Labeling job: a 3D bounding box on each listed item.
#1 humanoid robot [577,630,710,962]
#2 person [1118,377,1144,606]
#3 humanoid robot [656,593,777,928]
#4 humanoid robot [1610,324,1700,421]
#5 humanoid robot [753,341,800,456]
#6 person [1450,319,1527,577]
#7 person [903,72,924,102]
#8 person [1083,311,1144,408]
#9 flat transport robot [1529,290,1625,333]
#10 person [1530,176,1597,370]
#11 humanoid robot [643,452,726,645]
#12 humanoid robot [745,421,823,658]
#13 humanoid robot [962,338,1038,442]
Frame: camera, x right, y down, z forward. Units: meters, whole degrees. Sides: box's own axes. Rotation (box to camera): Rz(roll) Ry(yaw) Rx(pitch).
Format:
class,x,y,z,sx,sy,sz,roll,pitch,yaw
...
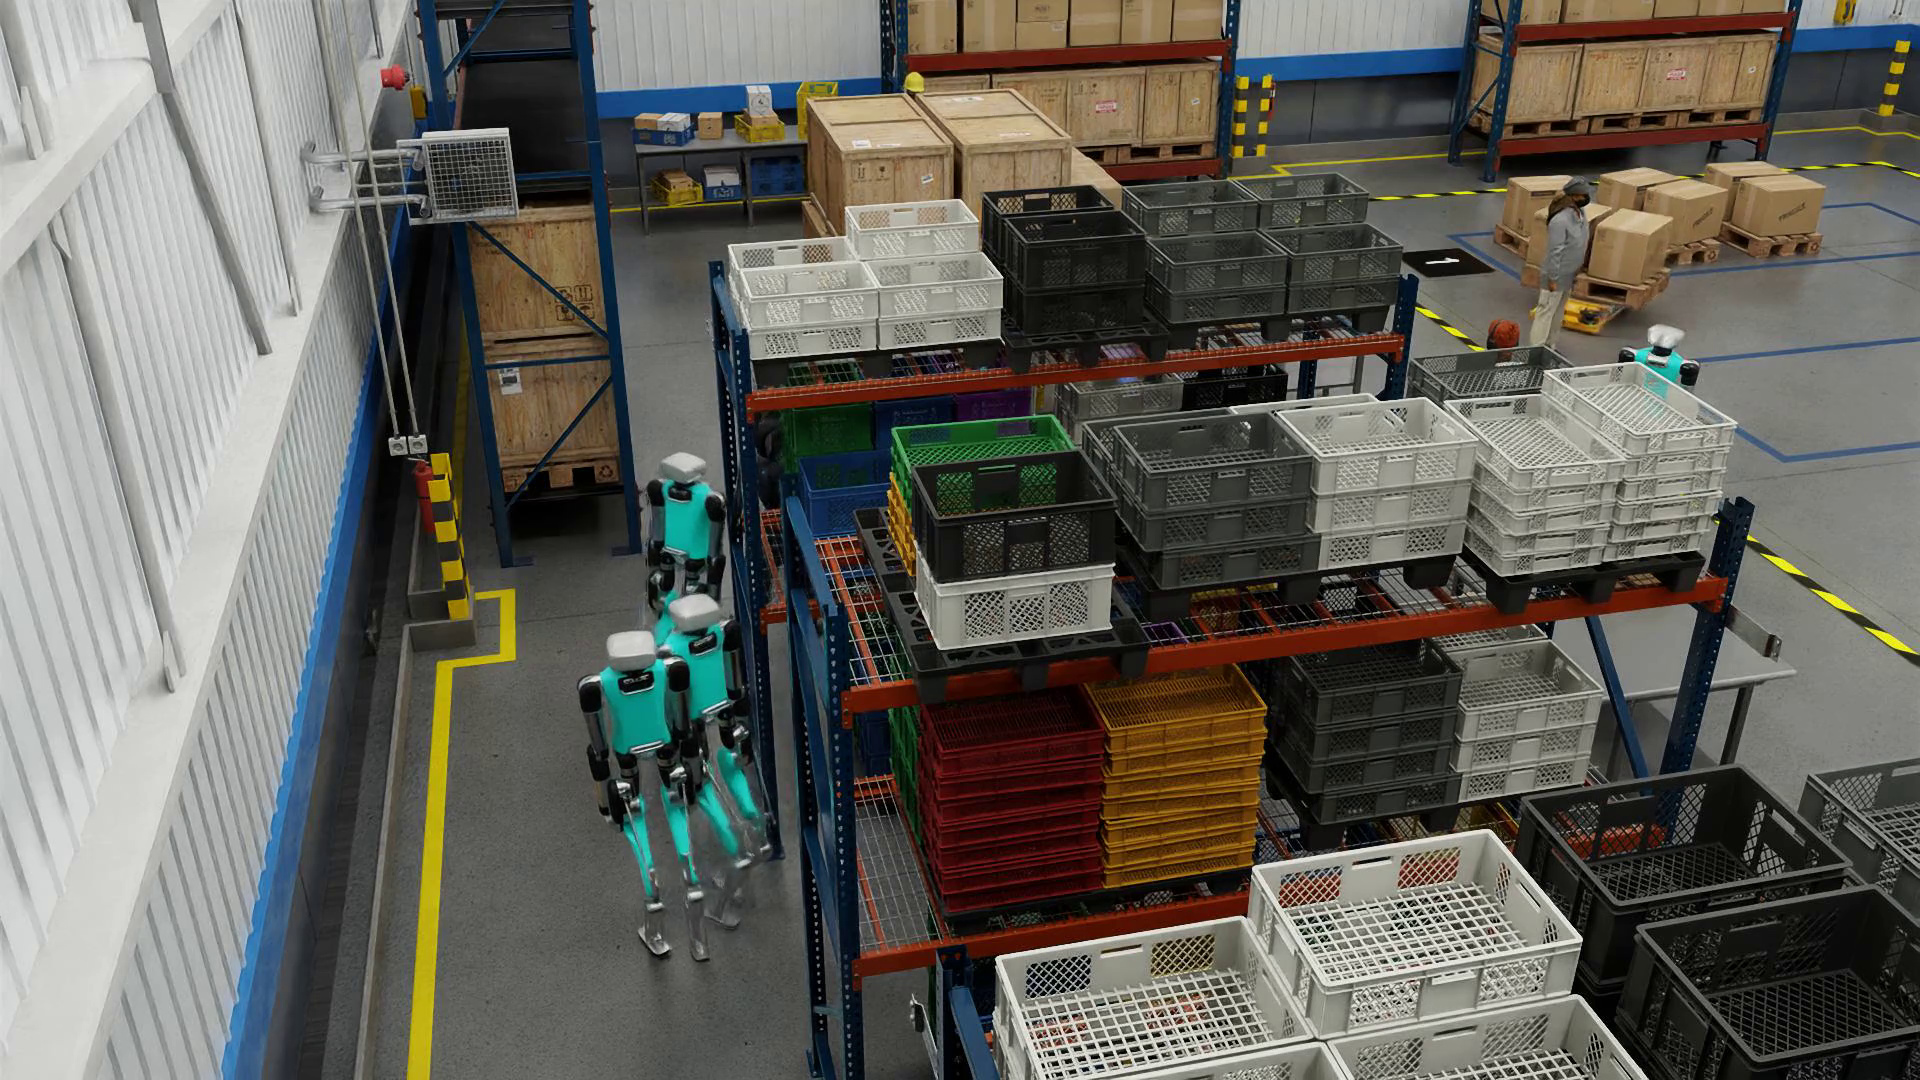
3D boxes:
class,x,y,z,sx,sy,sz,roll,pitch,yaw
humanoid robot,-1.439,1.333,7.949,0.539,1.813,0.679,-11,30,-20
person,1.041,-0.126,10.484,0.395,1.949,0.603,-17,32,-28
humanoid robot,-1.131,1.150,8.256,0.723,1.754,0.542,24,36,38
humanoid robot,4.903,-0.786,11.821,0.533,1.675,0.735,17,32,29
humanoid robot,-1.302,-0.775,12.000,0.370,1.646,0.597,-20,34,-34
person,3.644,-0.623,11.506,0.585,1.878,0.360,-11,30,-20
person,-0.508,-4.277,18.486,0.598,1.827,0.404,-22,35,-35
person,1.176,-1.337,12.683,0.614,2.041,0.379,19,33,31
flat transport robot,6.286,-2.416,16.600,0.652,0.197,1.431,21,34,34
person,5.411,-2.413,15.015,0.397,1.769,0.566,21,34,35
humanoid robot,-1.696,0.402,9.685,0.545,1.726,0.937,15,31,26
humanoid robot,-1.145,0.027,10.526,0.607,1.629,0.761,17,32,30
humanoid robot,0.307,-0.501,11.311,0.531,1.693,0.739,-4,28,-7
